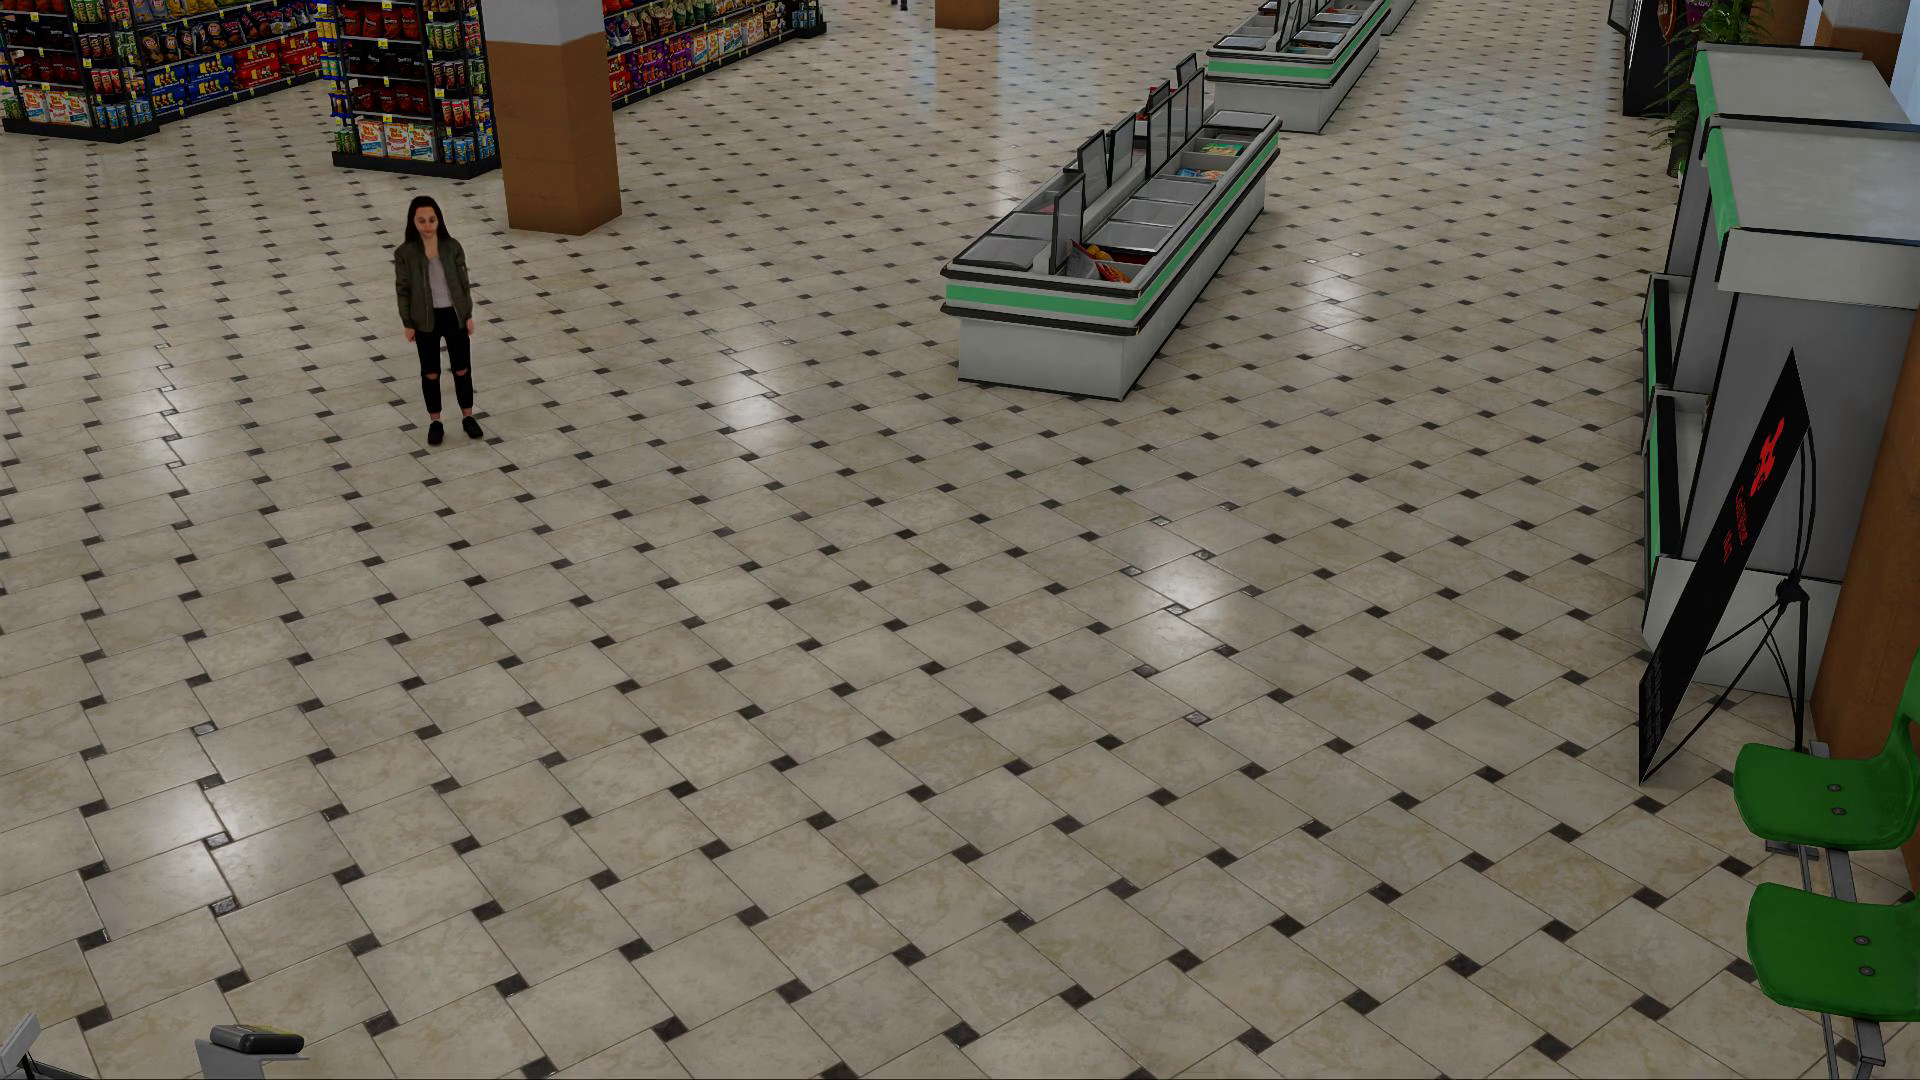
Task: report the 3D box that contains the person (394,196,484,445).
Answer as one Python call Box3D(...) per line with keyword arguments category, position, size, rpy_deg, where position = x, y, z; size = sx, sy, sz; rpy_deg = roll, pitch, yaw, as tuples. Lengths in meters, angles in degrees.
Box3D(category="person", position=(-3.084, -1.305, 9.846), size=(0.649, 1.477, 0.706), rpy_deg=(-11, 29, -21))
